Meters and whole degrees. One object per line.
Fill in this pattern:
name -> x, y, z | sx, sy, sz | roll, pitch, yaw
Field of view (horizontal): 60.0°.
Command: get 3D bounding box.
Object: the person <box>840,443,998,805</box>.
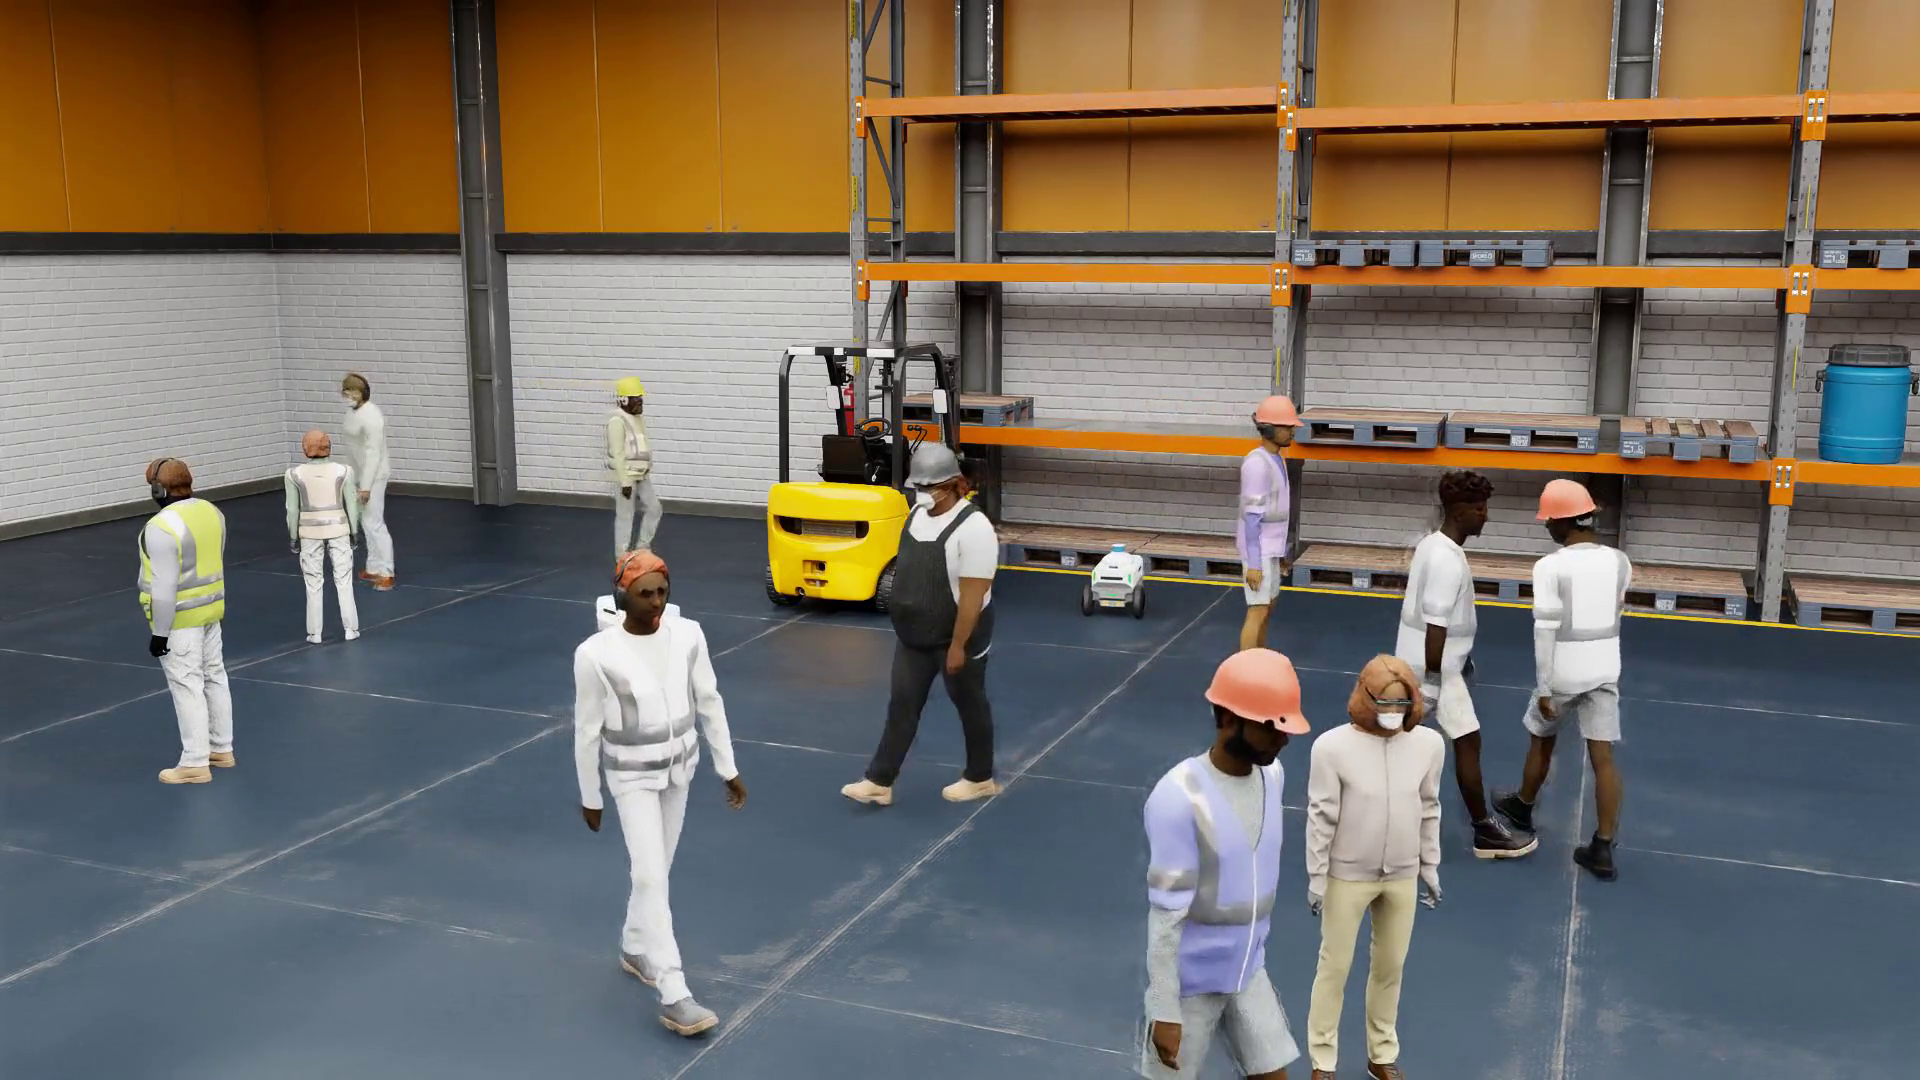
person -> -0.174, 0.454, 8.791 | 0.974, 2.000, 0.697 | -8, 13, -38

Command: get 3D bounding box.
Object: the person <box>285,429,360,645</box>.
person -> -4.799, -0.021, 12.559 | 0.511, 1.639, 0.308 | -4, 11, -23

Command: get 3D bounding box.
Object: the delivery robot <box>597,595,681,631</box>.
delivery robot -> -2.351, 0.547, 12.149 | 0.477, 0.478, 0.707 | -9, 14, -41

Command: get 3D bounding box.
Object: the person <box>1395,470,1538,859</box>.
person -> 2.473, 0.609, 8.216 | 0.900, 1.924, 0.631 | 1, 10, 5

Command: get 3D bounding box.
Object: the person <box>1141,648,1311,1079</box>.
person -> 0.721, 1.236, 4.781 | 0.593, 1.908, 0.498 | -7, 13, -36

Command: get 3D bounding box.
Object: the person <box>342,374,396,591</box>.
person -> -5.228, -0.518, 14.633 | 0.390, 1.905, 0.772 | -7, 12, -34

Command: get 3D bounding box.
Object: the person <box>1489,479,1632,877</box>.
person -> 2.998, 0.635, 8.226 | 0.562, 1.871, 0.996 | -2, 10, -10

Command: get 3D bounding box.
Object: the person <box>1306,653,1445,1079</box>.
person -> 1.451, 1.192, 5.844 | 0.509, 1.635, 0.303 | -2, 10, -11

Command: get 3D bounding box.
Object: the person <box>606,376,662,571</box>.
person -> -2.958, -0.595, 15.263 | 0.548, 1.811, 0.616 | 2, 10, 13

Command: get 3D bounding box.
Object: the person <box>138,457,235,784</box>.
person -> -4.379, 0.449, 9.382 | 0.428, 1.840, 0.631 | 1, 10, 6

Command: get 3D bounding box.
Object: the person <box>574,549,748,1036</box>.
person -> -1.169, 0.959, 6.551 | 0.852, 1.843, 0.584 | 10, 14, 44

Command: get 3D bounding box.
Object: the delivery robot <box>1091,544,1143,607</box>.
delivery robot -> 1.295, 0.277, 13.655 | 0.477, 0.478, 0.707 | 3, 10, 13

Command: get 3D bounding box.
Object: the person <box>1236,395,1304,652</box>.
person -> 2.031, 0.065, 10.958 | 0.397, 2.041, 0.622 | 4, 11, 23

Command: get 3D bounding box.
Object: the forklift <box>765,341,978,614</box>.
forklift -> -0.739, -0.602, 14.246 | 1.214, 2.155, 2.313 | 4, 11, 21
